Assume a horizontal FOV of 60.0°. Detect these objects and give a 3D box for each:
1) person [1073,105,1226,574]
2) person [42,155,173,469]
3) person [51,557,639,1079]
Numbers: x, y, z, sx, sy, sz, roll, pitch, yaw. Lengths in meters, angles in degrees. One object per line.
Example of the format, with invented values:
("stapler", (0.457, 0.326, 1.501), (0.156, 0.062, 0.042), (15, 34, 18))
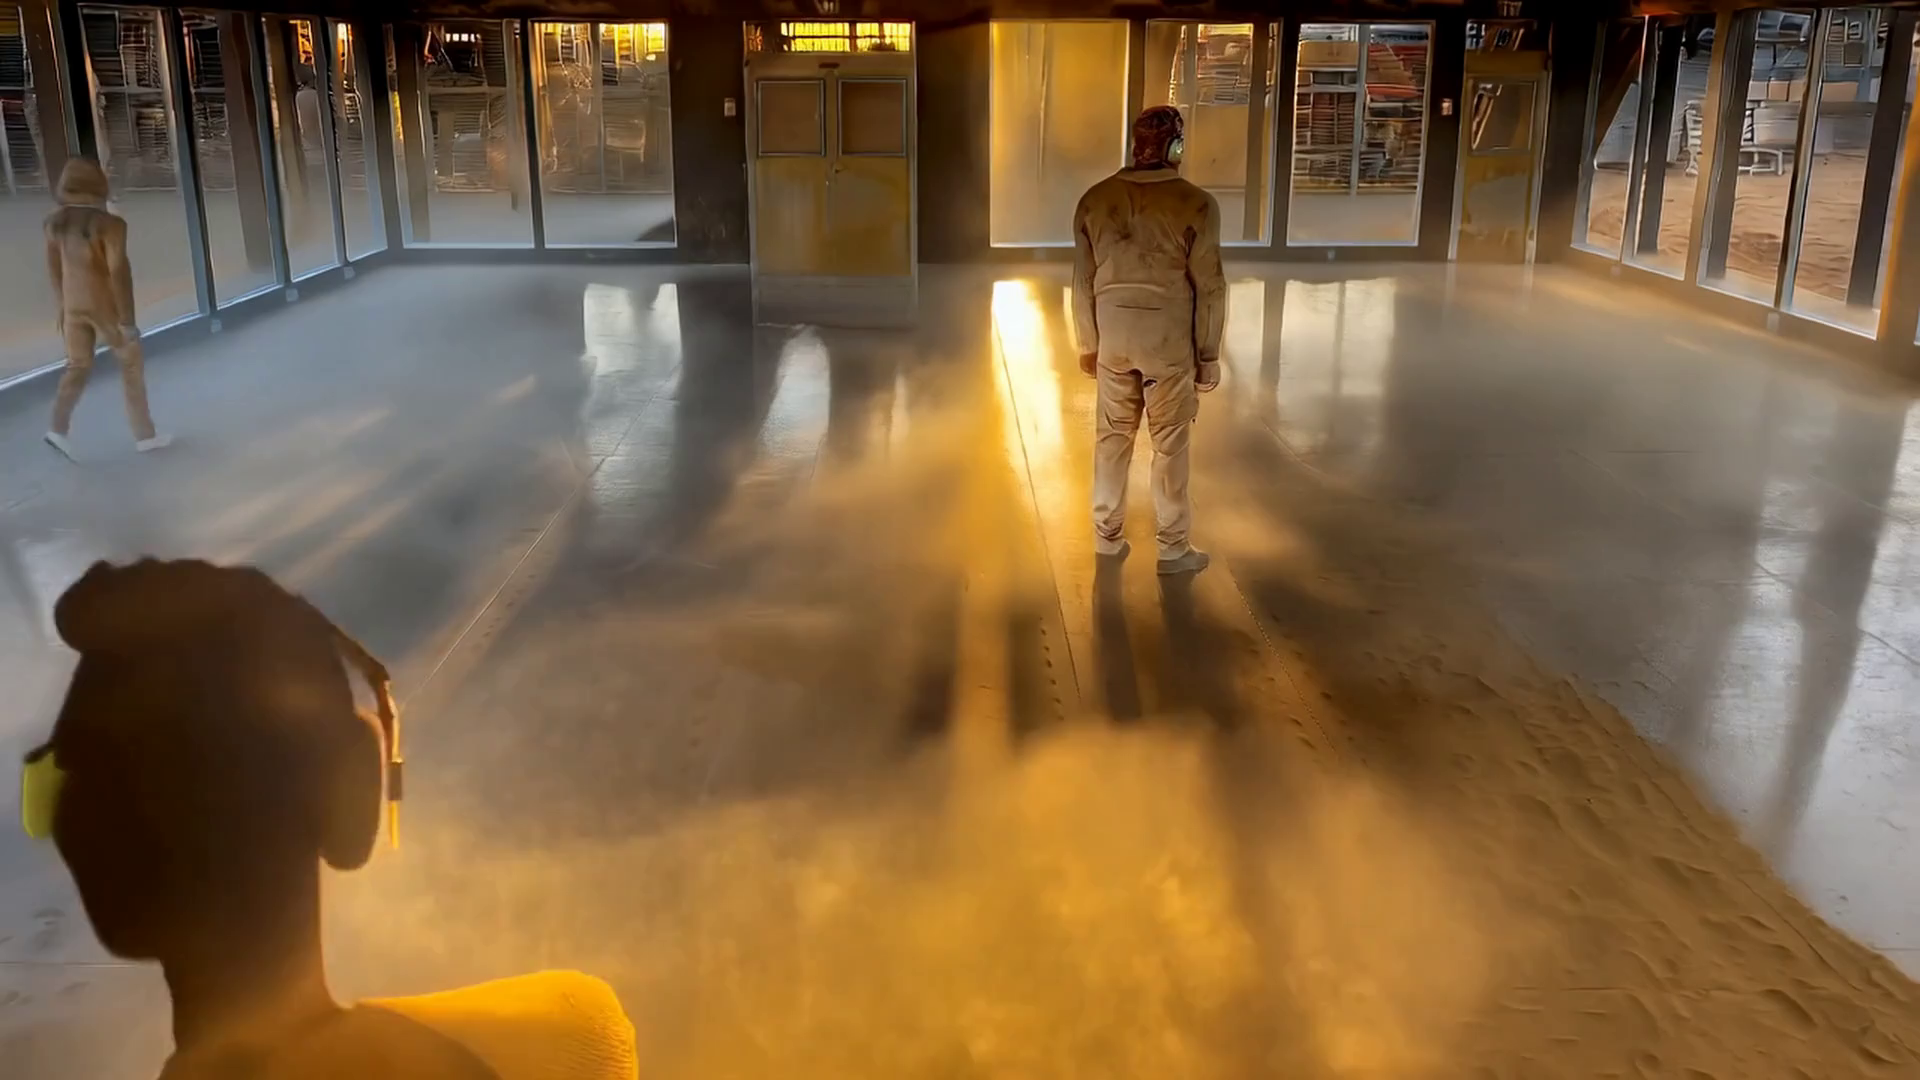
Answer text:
("person", (0.791, -0.811, 6.864), (0.653, 1.906, 0.405), (10, 19, 30))
("person", (-4.547, -1.187, 8.672), (0.509, 1.605, 0.758), (3, 17, 11))
("person", (-0.428, 0.893, 1.174), (0.532, 1.857, 0.336), (-12, 20, -36))
